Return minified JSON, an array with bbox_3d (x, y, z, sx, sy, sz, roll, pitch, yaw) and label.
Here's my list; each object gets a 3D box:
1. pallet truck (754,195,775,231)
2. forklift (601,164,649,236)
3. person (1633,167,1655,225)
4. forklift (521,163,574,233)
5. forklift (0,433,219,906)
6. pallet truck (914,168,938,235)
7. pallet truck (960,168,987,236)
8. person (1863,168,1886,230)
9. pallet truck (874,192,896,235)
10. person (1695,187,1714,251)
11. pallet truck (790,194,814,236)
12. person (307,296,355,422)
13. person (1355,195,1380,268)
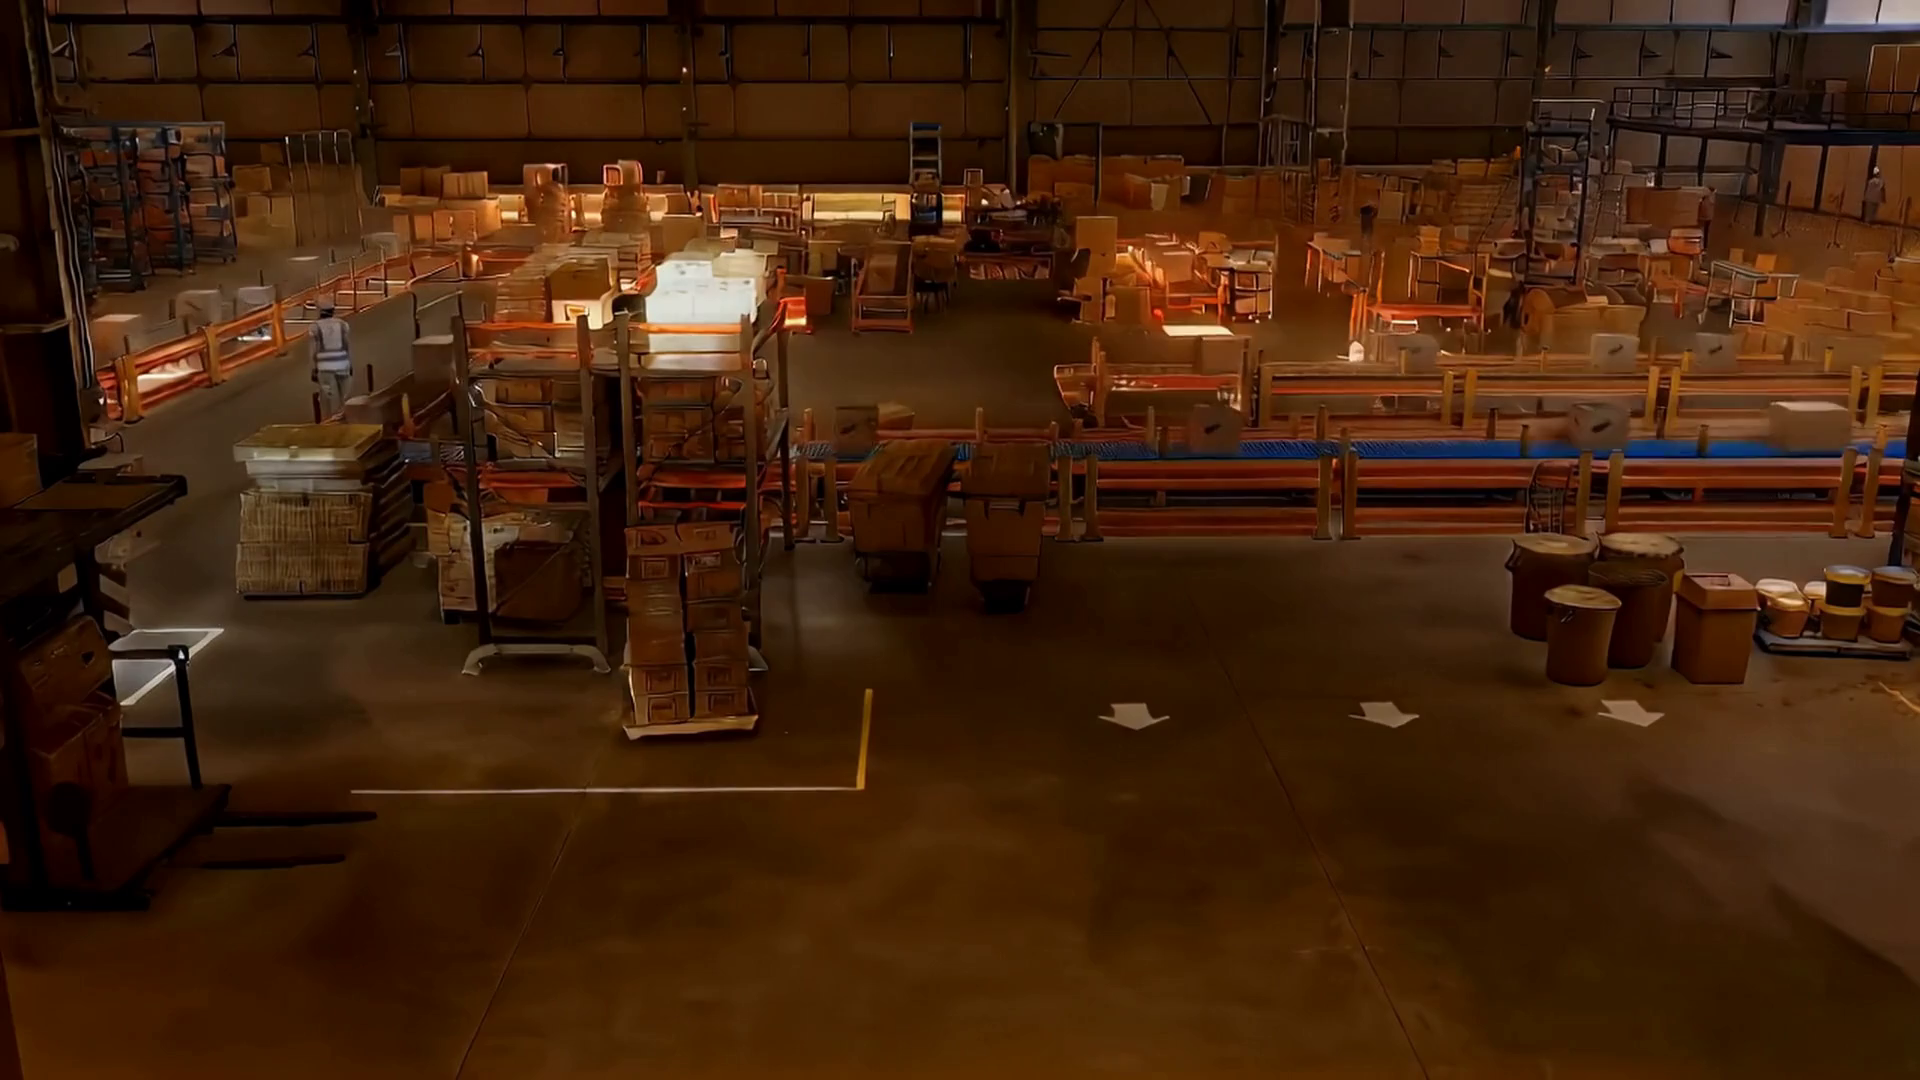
[{"bbox_3d":[-6.051,-9.967,50.660,0.680,1.201,1.601,0,16,-1],"label":"pallet truck"},{"bbox_3d":[-9.948,-10.127,49.296,1.157,1.987,2.680,-1,16,-3],"label":"forklift"},{"bbox_3d":[21.892,-11.011,53.220,0.596,1.837,0.980,15,22,43],"label":"person"},{"bbox_3d":[-12.233,-10.122,49.298,1.157,1.987,2.680,0,16,-1],"label":"forklift"},{"bbox_3d":[-5.952,0.780,10.366,1.873,2.768,1.129,0,16,-1],"label":"forklift"},{"bbox_3d":[-0.989,-10.316,50.507,0.823,1.965,1.885,1,16,3],"label":"pallet truck"},{"bbox_3d":[0.383,-10.230,50.206,0.823,1.965,1.885,-1,16,-3],"label":"pallet truck"},{"bbox_3d":[28.512,-10.663,51.910,0.603,1.897,0.904,0,16,-1],"label":"person"},{"bbox_3d":[-2.277,-9.986,50.594,0.653,1.274,1.630,0,16,-1],"label":"pallet truck"},{"bbox_3d":[20.494,-8.833,45.781,0.334,1.761,0.529,-7,18,-24],"label":"person"},{"bbox_3d":[-4.814,-9.883,50.259,0.704,1.261,1.522,-1,16,-3],"label":"pallet truck"},{"bbox_3d":[-8.739,-2.420,23.148,0.617,1.946,0.397,-12,20,-36],"label":"person"},{"bbox_3d":[10.359,-7.845,42.261,0.519,1.809,1.004,14,21,39],"label":"person"}]
